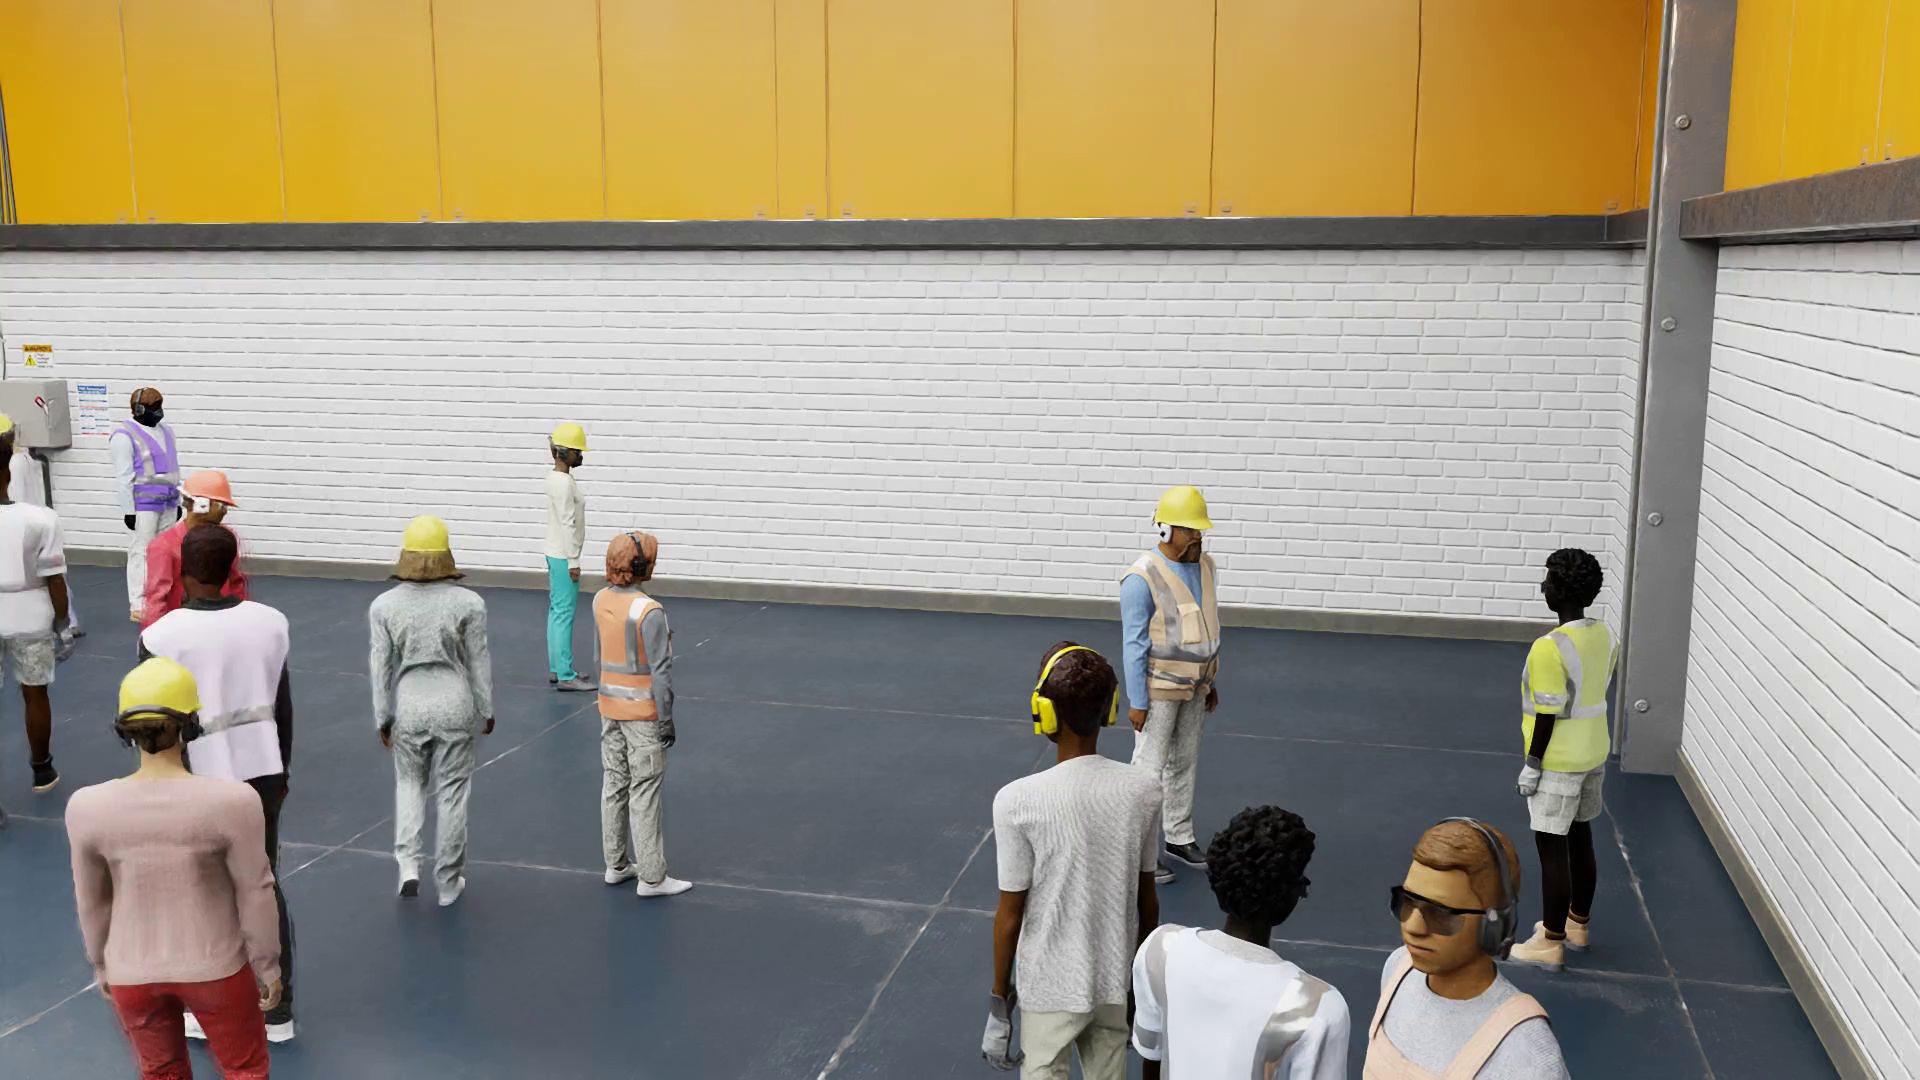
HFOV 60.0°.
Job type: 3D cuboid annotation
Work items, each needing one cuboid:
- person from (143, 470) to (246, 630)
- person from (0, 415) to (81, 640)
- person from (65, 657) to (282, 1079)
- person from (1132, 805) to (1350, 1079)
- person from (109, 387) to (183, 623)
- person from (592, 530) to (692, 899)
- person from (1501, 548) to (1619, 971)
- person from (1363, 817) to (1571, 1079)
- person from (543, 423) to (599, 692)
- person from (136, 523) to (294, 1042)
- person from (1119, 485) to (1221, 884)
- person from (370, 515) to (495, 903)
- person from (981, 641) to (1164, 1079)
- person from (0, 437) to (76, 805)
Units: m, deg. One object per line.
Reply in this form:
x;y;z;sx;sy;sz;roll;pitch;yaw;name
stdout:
-4.064;0.498;8.773;0.433;1.730;0.716;4;11;24;person
-6.929;-0.064;12.108;0.843;1.712;0.533;-4;10;-20;person
-2.170;1.190;4.620;0.539;1.748;0.582;-1;10;-9;person
0.598;1.397;3.594;0.539;1.686;0.320;9;13;41;person
-6.317;-0.276;13.006;0.430;1.837;0.627;2;10;12;person
-1.444;0.774;7.395;0.515;1.641;0.308;9;13;44;person
2.411;0.870;6.661;0.535;1.697;0.318;-10;14;-44;person
0.885;1.402;3.091;0.344;1.846;0.506;-3;10;-19;person
-2.571;0.113;10.944;0.328;1.759;0.524;-4;10;-21;person
-2.623;0.888;6.025;0.553;1.874;0.610;7;12;35;person
0.975;0.651;7.599;0.586;1.824;0.405;-9;13;-44;person
-2.296;0.748;7.275;0.489;1.731;0.371;-1;10;-6;person
0.292;1.186;4.338;0.502;1.862;0.328;-5;11;-28;person
-4.906;0.427;8.549;0.620;1.943;0.821;-4;10;-22;person
